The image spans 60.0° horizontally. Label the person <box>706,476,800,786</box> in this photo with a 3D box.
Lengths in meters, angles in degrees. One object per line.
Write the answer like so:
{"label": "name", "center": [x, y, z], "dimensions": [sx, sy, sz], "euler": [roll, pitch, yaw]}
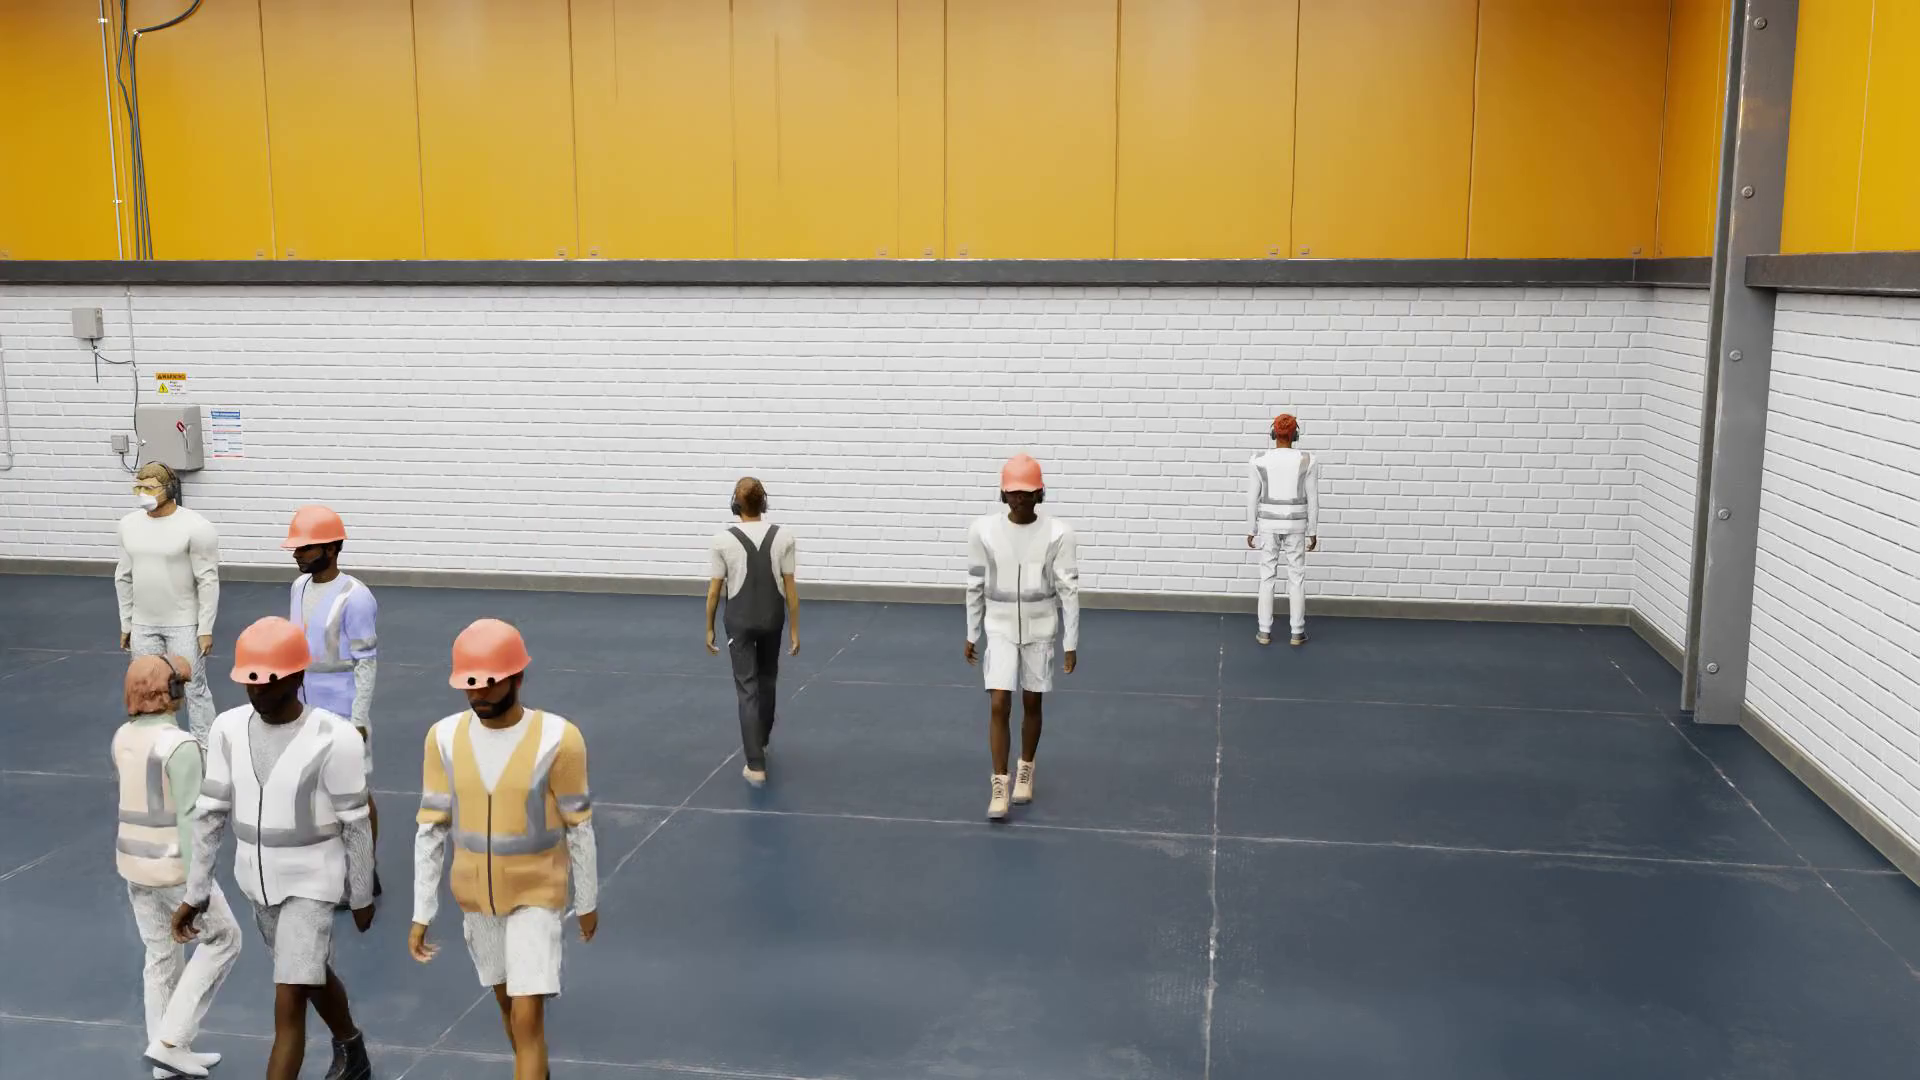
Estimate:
{"label": "person", "center": [-1.281, 0.512, 10.059], "dimensions": [0.524, 1.805, 0.880], "euler": [-4, 10, -21]}

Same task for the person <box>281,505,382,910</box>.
{"label": "person", "center": [-3.011, 0.791, 7.932], "dimensions": [0.544, 1.939, 0.354], "euler": [5, 11, 30]}

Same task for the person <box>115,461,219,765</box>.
{"label": "person", "center": [-4.622, 0.503, 9.711], "dimensions": [0.632, 1.940, 0.372], "euler": [1, 9, 9]}

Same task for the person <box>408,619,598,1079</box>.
{"label": "person", "center": [-1.532, 1.209, 5.465], "dimensions": [0.555, 1.897, 0.909], "euler": [1, 9, 8]}

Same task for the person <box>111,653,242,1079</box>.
{"label": "person", "center": [-2.933, 1.226, 6.200], "dimensions": [0.544, 1.616, 0.363], "euler": [7, 11, 36]}

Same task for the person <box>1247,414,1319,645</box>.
{"label": "person", "center": [2.619, -0.084, 13.504], "dimensions": [0.572, 1.883, 0.356], "euler": [2, 9, 13]}

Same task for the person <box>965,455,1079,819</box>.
{"label": "person", "center": [0.335, 0.545, 9.206], "dimensions": [0.645, 2.013, 0.852], "euler": [1, 9, 4]}

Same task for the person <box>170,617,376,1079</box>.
{"label": "person", "center": [-2.330, 1.182, 5.691], "dimensions": [0.556, 1.878, 1.033], "euler": [3, 10, 16]}
